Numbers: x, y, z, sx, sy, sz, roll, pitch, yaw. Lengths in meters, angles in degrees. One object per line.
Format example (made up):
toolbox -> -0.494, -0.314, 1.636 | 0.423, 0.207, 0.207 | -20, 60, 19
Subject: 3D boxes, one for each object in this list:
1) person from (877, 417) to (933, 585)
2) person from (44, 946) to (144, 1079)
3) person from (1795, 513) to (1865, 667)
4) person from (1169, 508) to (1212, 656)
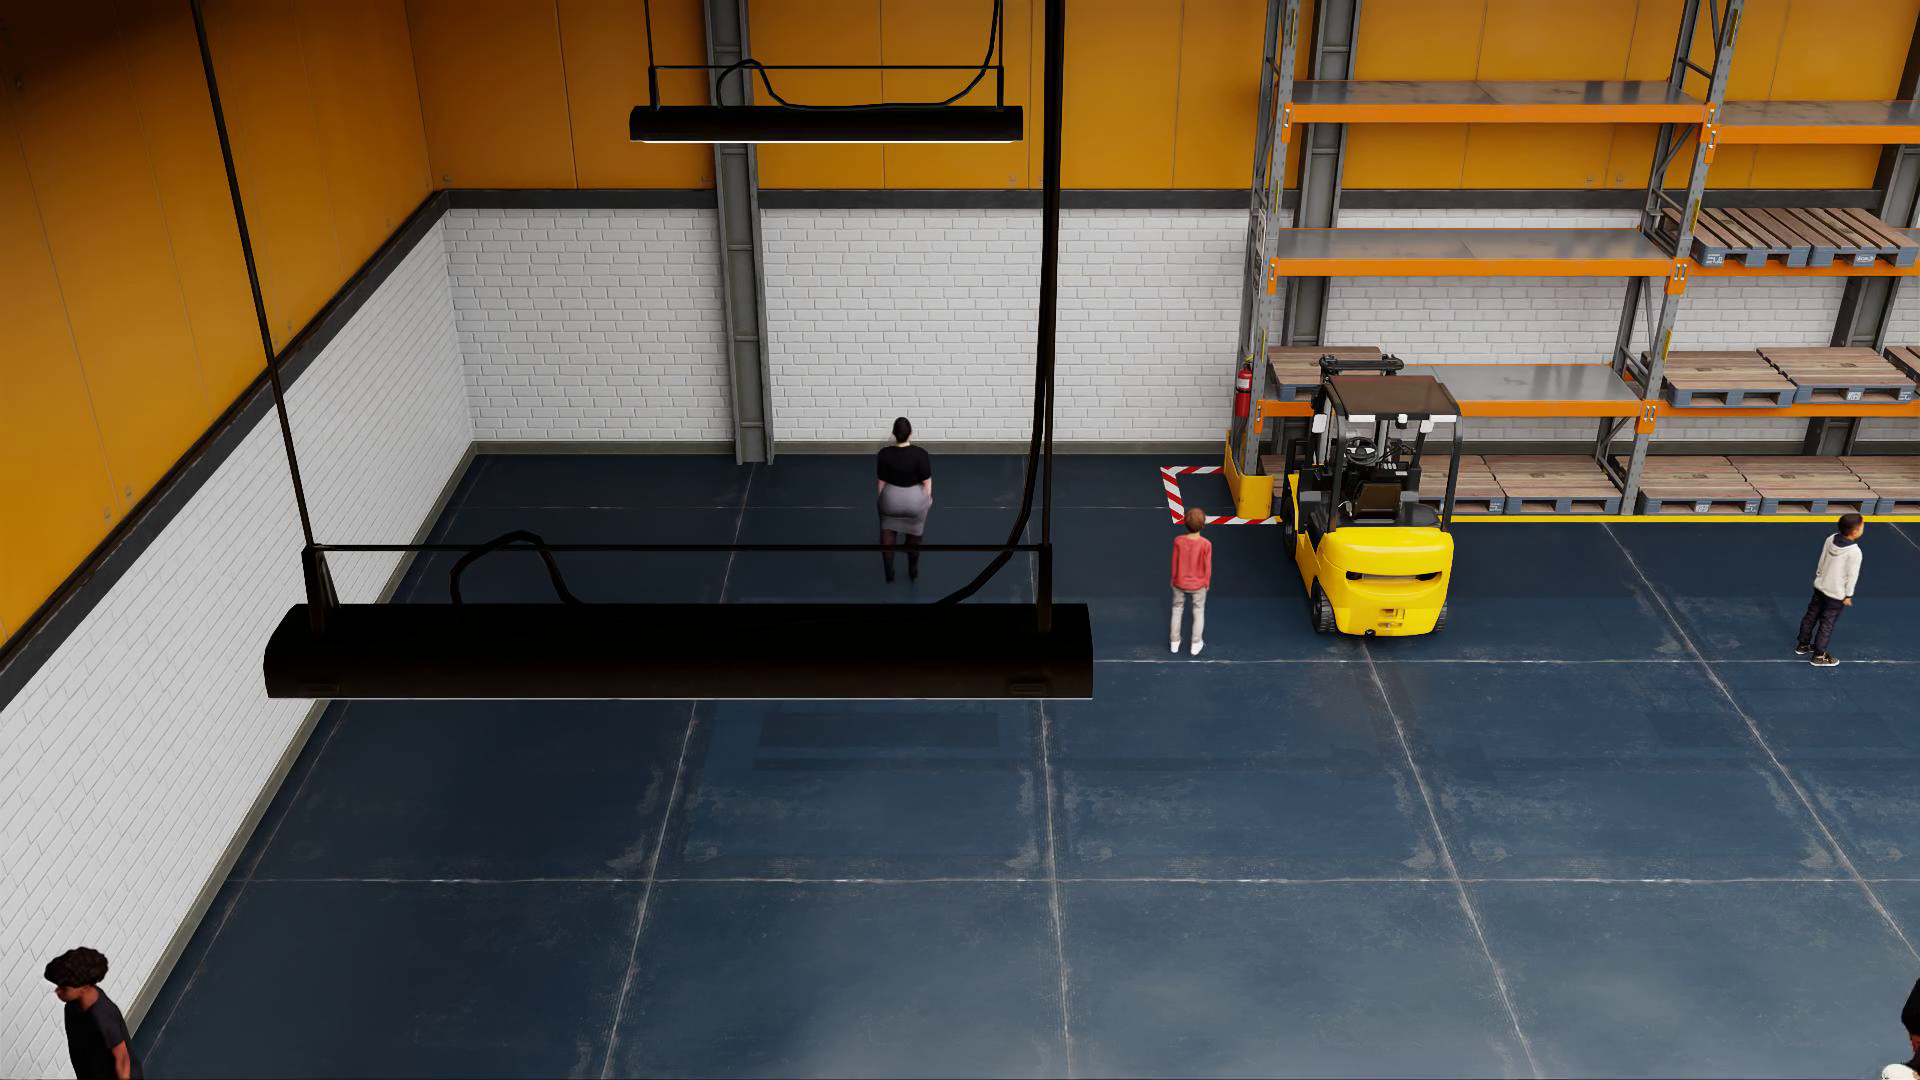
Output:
person -> -0.531, -0.324, 15.758 | 0.609, 1.751, 0.764 | 3, 29, 5
person -> -4.888, 3.043, 9.550 | 0.703, 1.784, 0.783 | 21, 35, 33
person -> 7.707, 0.419, 14.704 | 0.564, 1.454, 0.612 | -5, 29, -10
person -> 2.040, 0.368, 14.843 | 0.501, 1.411, 0.624 | 8, 30, 15
